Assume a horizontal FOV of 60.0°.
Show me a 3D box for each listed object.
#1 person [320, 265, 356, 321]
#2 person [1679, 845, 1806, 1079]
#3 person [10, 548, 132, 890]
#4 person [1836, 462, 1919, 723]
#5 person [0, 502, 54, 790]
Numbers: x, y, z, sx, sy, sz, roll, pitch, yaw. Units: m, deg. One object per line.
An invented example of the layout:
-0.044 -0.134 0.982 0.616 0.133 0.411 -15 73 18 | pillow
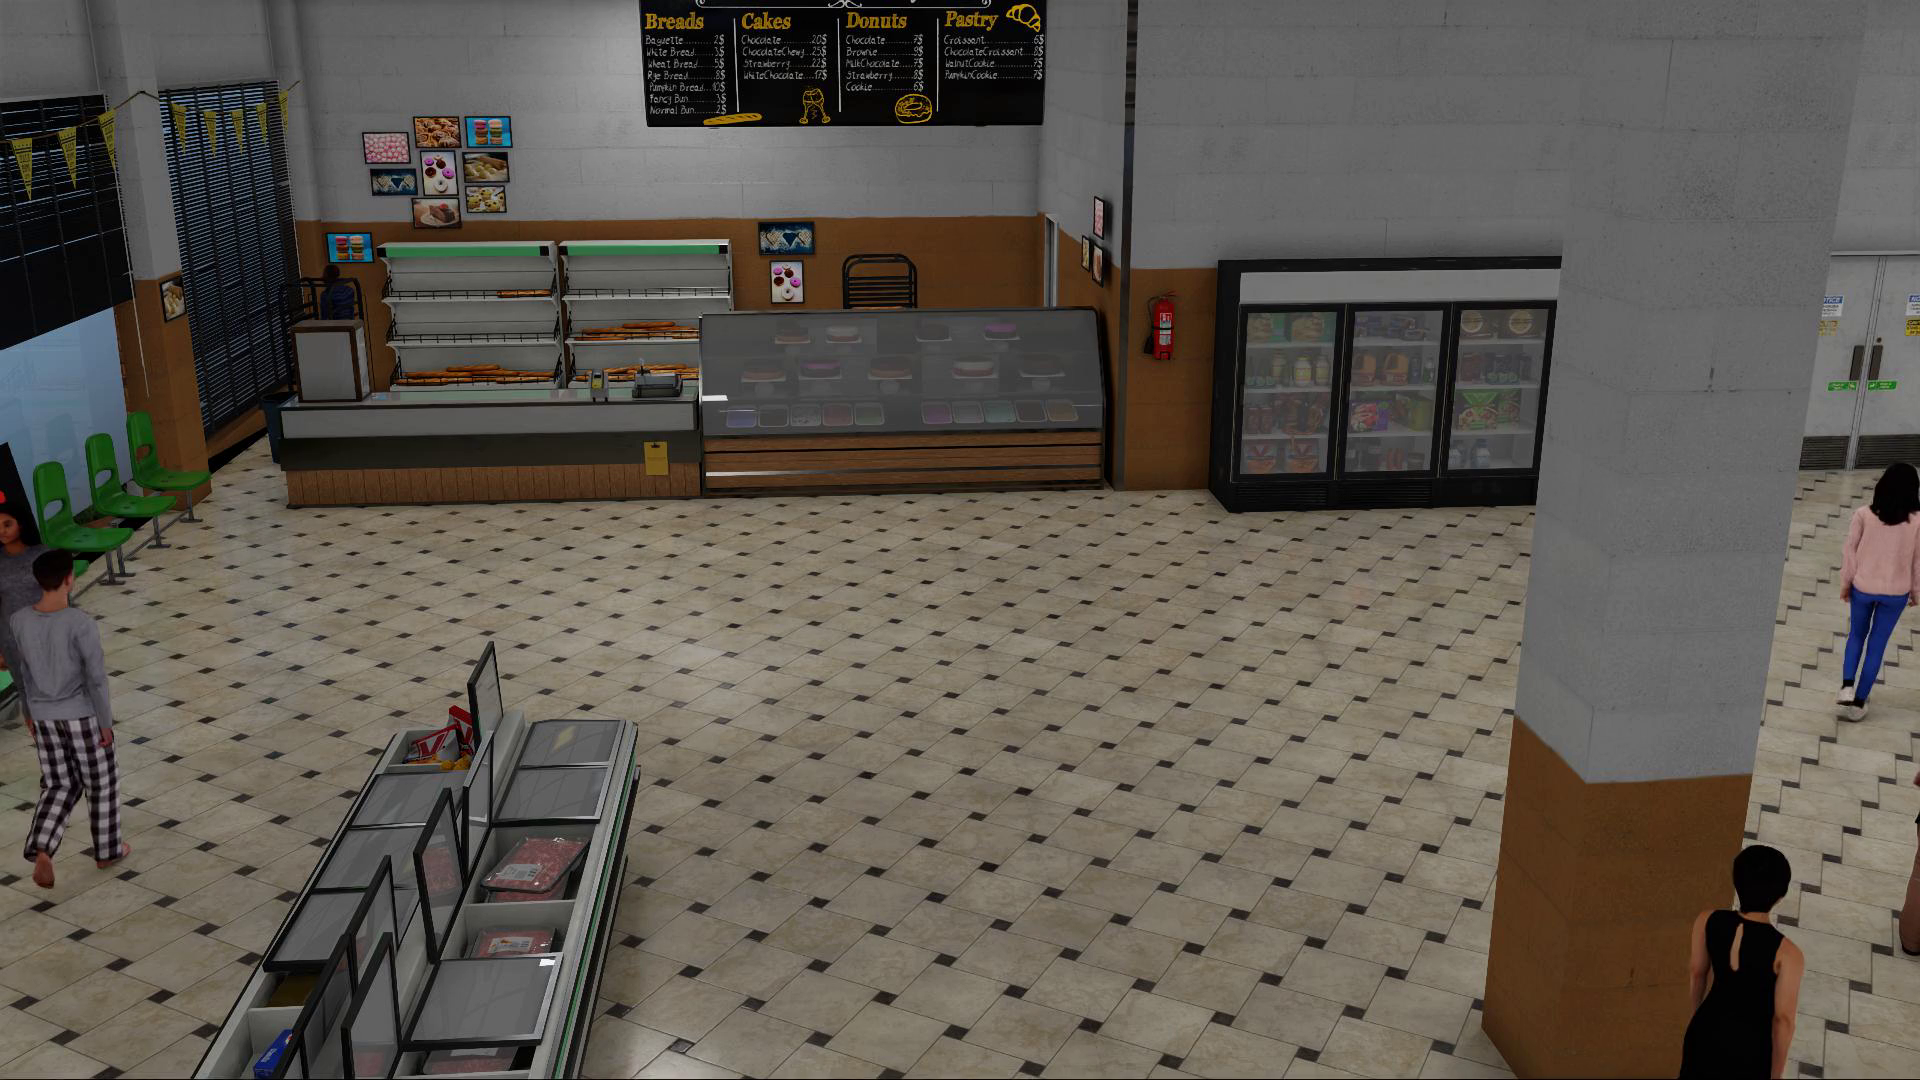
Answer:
-7.375 -2.367 19.754 0.826 1.825 0.706 6 18 20 | person
2.776 1.915 6.097 0.979 1.568 1.012 -12 21 -34 | person
-4.734 0.974 8.749 0.699 1.827 0.960 1 17 2 | person
5.982 0.370 10.860 0.787 1.756 0.848 13 21 37 | person
-5.559 0.615 10.035 0.664 1.767 0.771 -4 17 -14 | person
